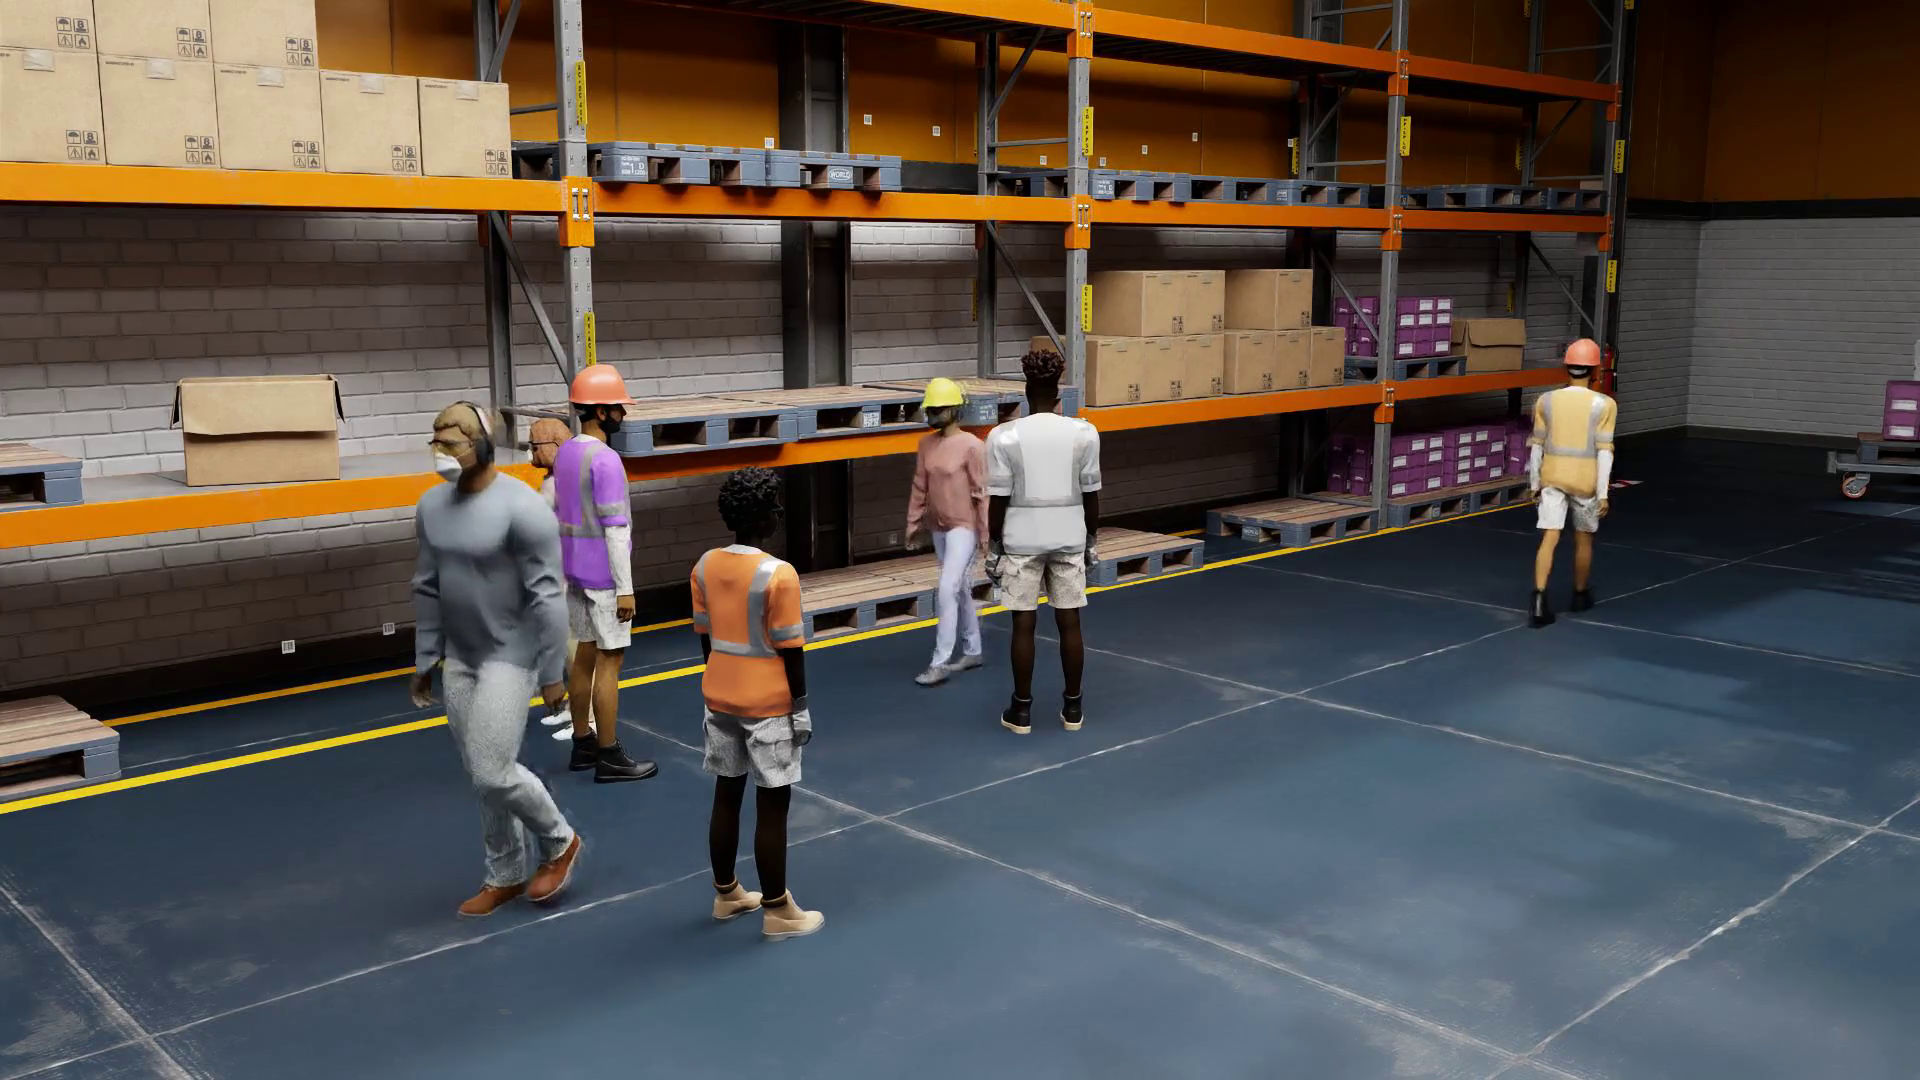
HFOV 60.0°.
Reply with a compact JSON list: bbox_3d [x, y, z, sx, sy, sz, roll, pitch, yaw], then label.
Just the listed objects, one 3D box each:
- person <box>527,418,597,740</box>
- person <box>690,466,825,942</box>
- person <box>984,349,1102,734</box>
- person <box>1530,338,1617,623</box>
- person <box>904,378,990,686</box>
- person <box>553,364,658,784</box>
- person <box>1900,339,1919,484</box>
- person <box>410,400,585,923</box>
[{"bbox_3d":[-2.023,0.189,8.450,0.286,1.626,0.493,-4,11,-24],"label":"person"},{"bbox_3d":[-0.731,0.581,5.943,0.535,1.697,0.318,8,13,40],"label":"person"},{"bbox_3d":[0.420,0.012,8.483,0.602,1.967,0.367,-2,10,-9],"label":"person"},{"bbox_3d":[4.069,-0.396,11.104,0.556,1.895,0.972,7,12,34],"label":"person"},{"bbox_3d":[-0.111,-0.048,9.505,0.770,1.734,0.547,-9,13,-41],"label":"person"},{"bbox_3d":[-1.654,0.156,7.727,0.358,1.936,0.552,-7,12,-37],"label":"person"},{"bbox_3d":[10.375,-1.534,17.774,0.576,1.886,0.362,-3,10,-18],"label":"person"},{"bbox_3d":[-1.706,0.453,6.041,0.638,1.927,0.437,7,12,36],"label":"person"}]
